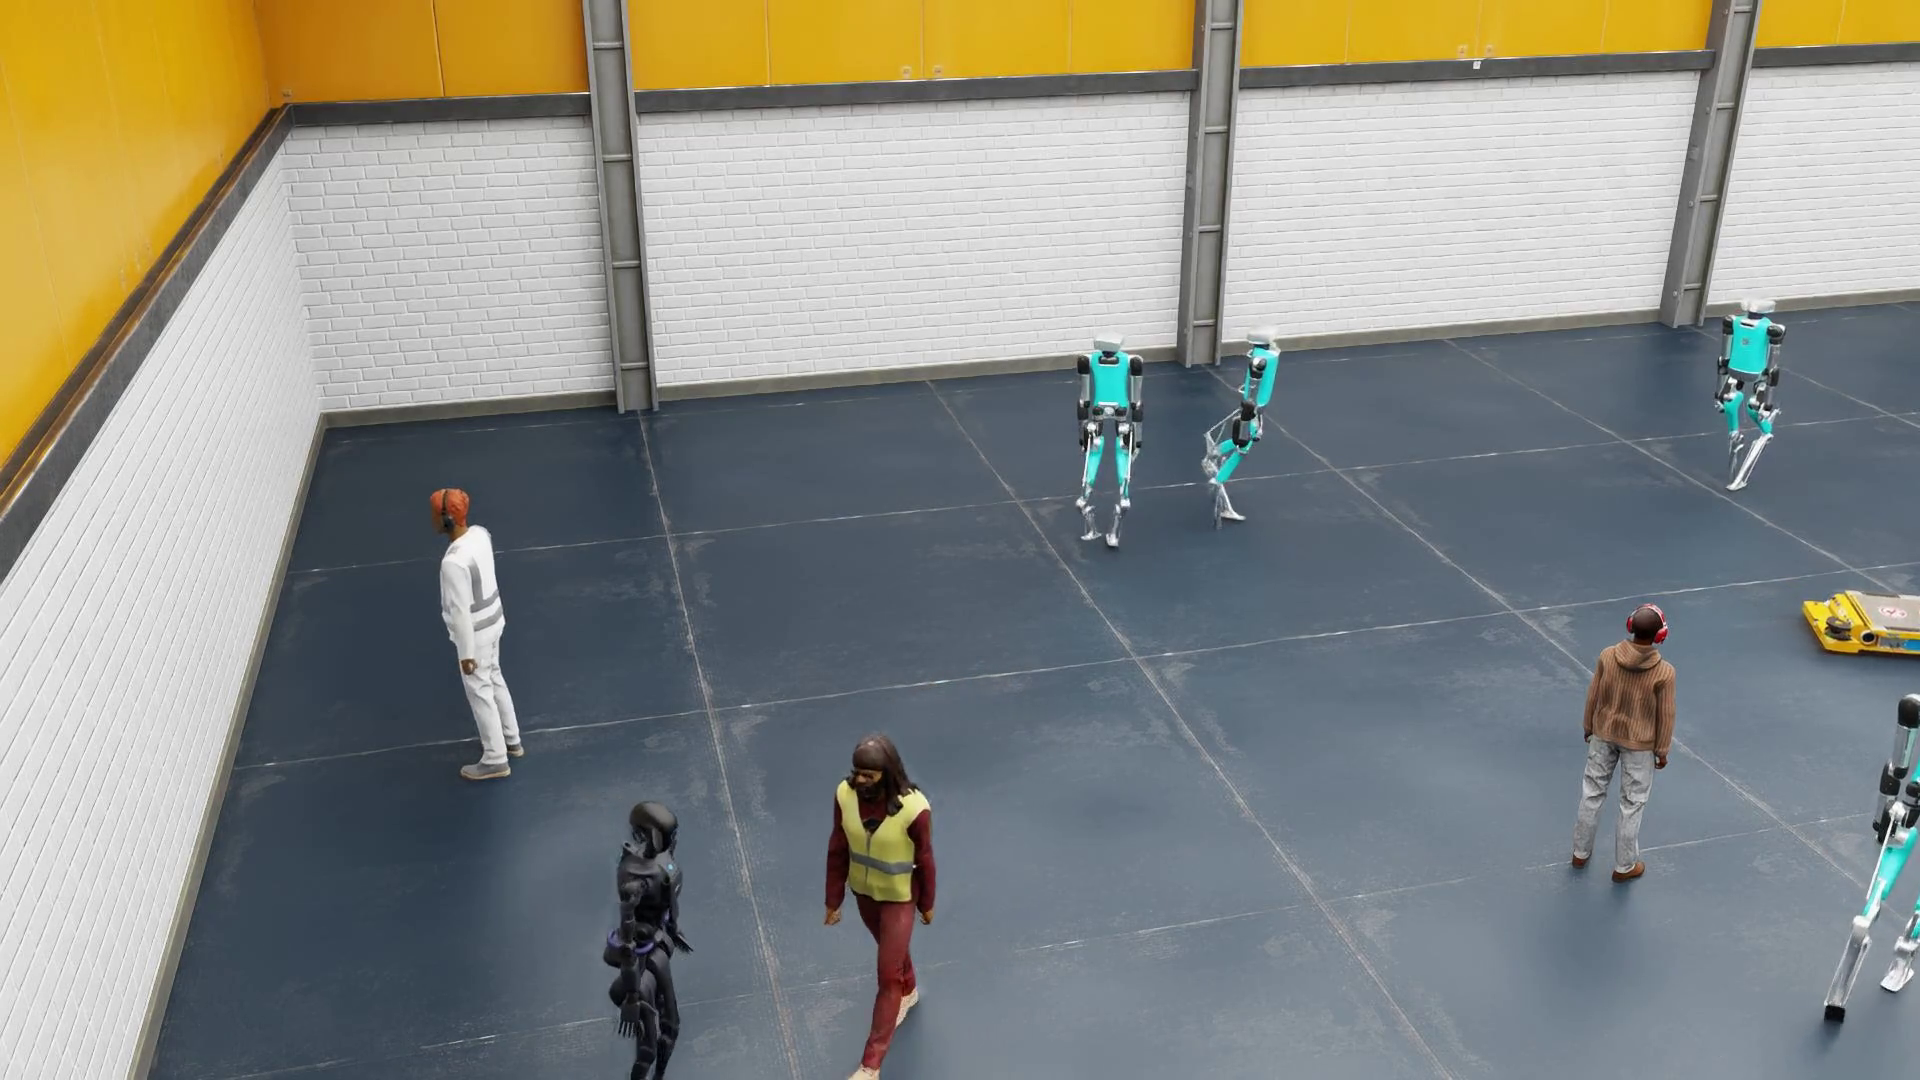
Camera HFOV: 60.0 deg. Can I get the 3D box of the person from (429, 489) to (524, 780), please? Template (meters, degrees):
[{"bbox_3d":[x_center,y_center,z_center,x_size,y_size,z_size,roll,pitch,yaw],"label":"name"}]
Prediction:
[{"bbox_3d":[-2.948,0.563,10.098,0.355,1.877,0.580,1,24,2],"label":"person"}]

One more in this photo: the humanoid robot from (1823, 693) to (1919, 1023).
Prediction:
[{"bbox_3d":[4.561,1.566,8.043,0.901,1.810,0.551,-20,31,-38],"label":"humanoid robot"}]

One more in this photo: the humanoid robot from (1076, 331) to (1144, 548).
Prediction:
[{"bbox_3d":[1.150,-0.727,13.178,0.556,1.783,0.665,6,24,13],"label":"humanoid robot"}]

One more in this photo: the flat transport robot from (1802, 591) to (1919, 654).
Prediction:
[{"bbox_3d":[6.898,0.634,11.920,1.431,0.231,0.659,5,24,10],"label":"flat transport robot"}]

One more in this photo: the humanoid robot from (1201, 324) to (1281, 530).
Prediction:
[{"bbox_3d":[2.207,-0.864,13.630,0.728,1.901,0.548,10,26,22],"label":"humanoid robot"}]

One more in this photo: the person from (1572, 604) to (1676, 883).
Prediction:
[{"bbox_3d":[3.636,1.112,9.114,0.470,1.650,0.310,19,30,36],"label":"person"}]

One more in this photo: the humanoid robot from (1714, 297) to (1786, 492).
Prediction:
[{"bbox_3d":[6.866,-1.195,14.400,0.702,1.911,0.550,-16,29,-33],"label":"humanoid robot"}]

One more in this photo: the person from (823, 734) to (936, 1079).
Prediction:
[{"bbox_3d":[-0.404,1.690,7.723,0.487,1.718,0.929,12,26,25],"label":"person"}]

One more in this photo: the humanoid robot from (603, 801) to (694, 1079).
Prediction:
[{"bbox_3d":[-1.398,1.855,7.414,0.404,1.629,0.611,4,24,10],"label":"humanoid robot"}]
